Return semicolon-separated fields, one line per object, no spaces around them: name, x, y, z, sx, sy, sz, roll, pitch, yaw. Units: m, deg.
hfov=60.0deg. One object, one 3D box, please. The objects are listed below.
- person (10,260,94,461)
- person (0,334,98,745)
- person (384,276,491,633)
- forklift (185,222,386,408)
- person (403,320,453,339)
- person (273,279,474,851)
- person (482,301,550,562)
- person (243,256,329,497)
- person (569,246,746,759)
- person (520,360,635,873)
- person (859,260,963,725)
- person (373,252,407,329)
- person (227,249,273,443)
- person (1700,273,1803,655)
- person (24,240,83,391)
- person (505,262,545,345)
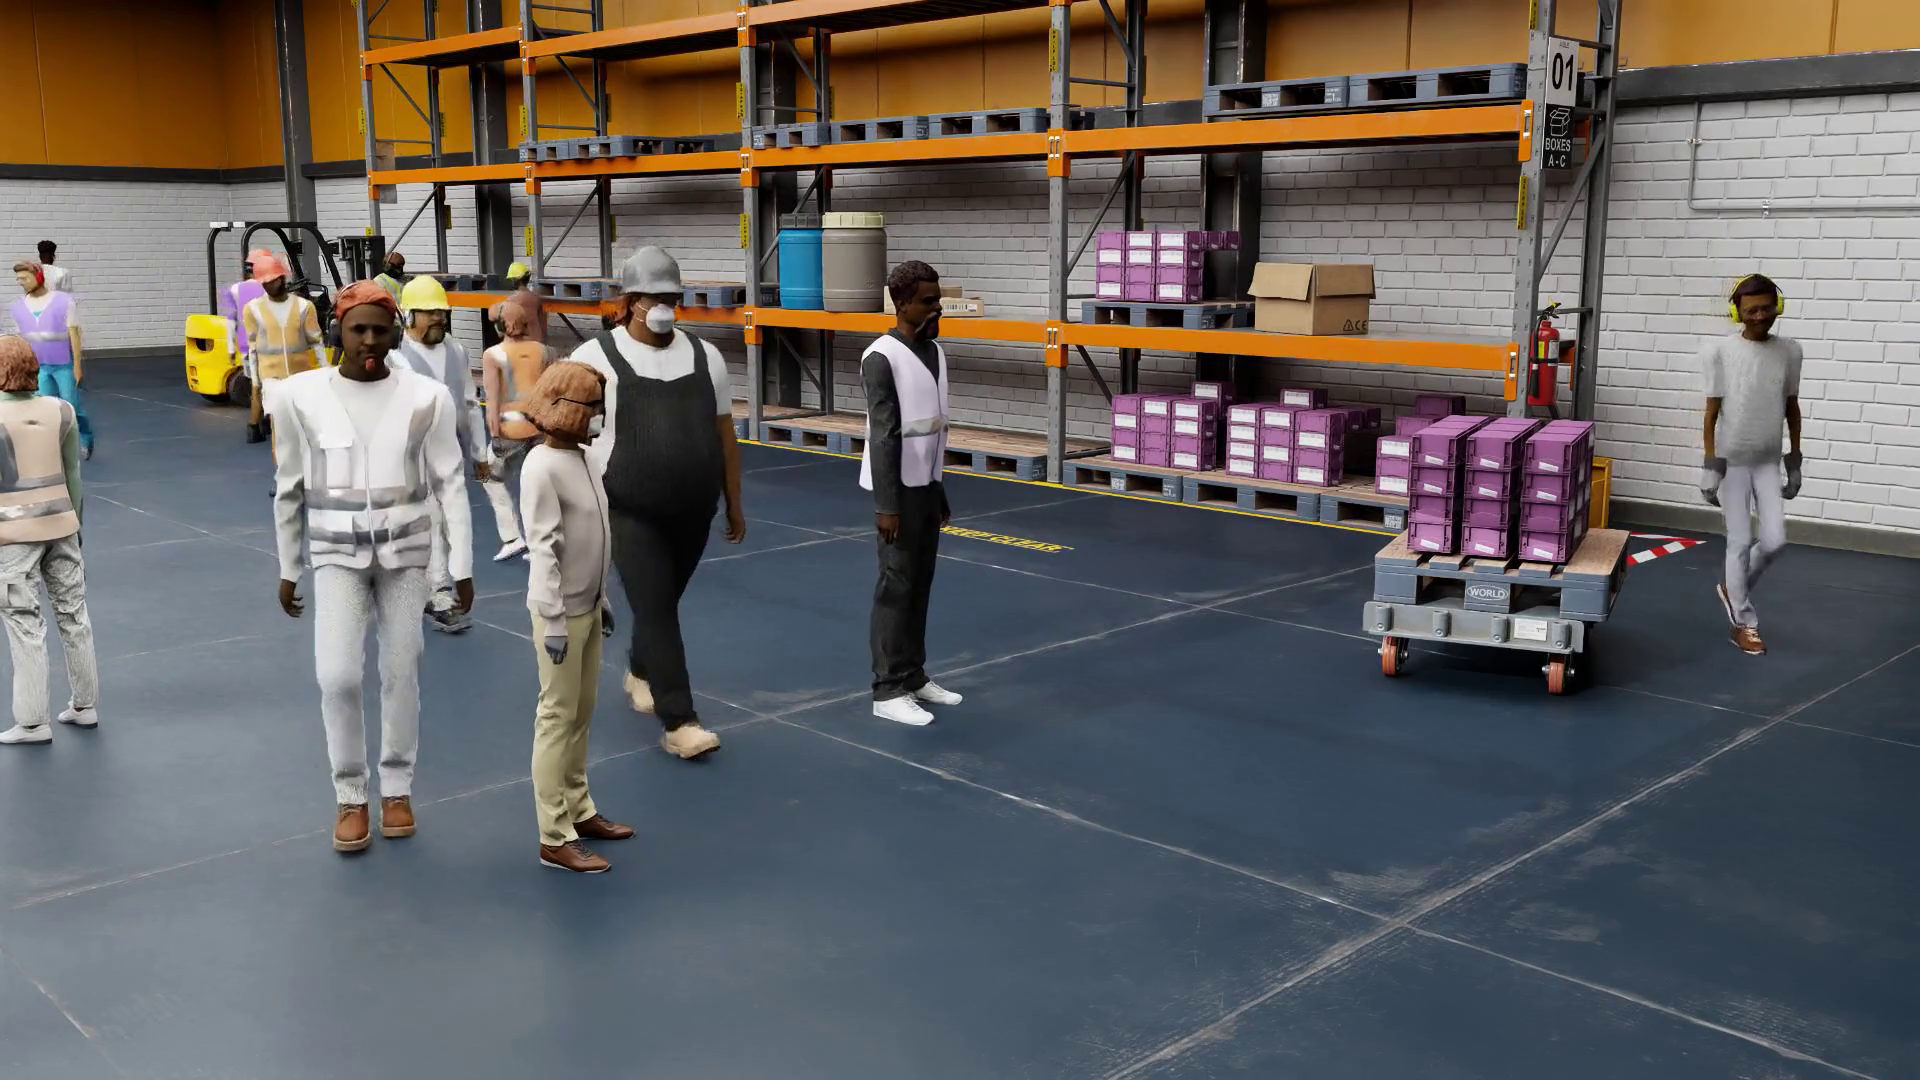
person;-7.820;-1.507;14.382;0.593;1.812;0.776;-1;10;-4
person;-3.713;0.000;6.635;0.312;1.642;0.512;4;11;22
person;-2.639;-0.434;8.526;0.732;1.809;0.621;7;13;34
forklift;-8.169;-2.758;20.163;2.313;2.155;1.214;-10;14;-44
person;-4.065;-1.067;12.616;0.506;1.579;0.889;-6;12;-29
person;-1.912;0.094;5.469;0.616;1.873;0.547;-4;11;-22
person;-2.711;-0.651;10.240;0.394;1.627;0.533;8;13;38
person;-5.322;-1.310;13.197;0.617;1.870;0.952;-6;12;-28
person;-1.216;-0.213;6.707;0.693;2.000;1.095;-7;13;-35
person;-1.245;0.237;5.364;0.289;1.632;0.497;1;10;5
person;-0.218;-0.203;6.983;0.382;1.918;0.596;4;11;21
person;-6.266;-2.270;18.487;0.429;1.838;0.621;1;10;7
person;-6.921;-1.934;16.514;0.558;1.875;0.985;0;10;0
person;3.847;-0.379;8.144;0.528;1.842;0.463;0;10;-1
person;-11.728;-2.887;21.506;0.601;1.959;0.380;-1;10;-8
person;-4.522;-2.062;17.595;0.567;1.745;0.550;5;12;26
